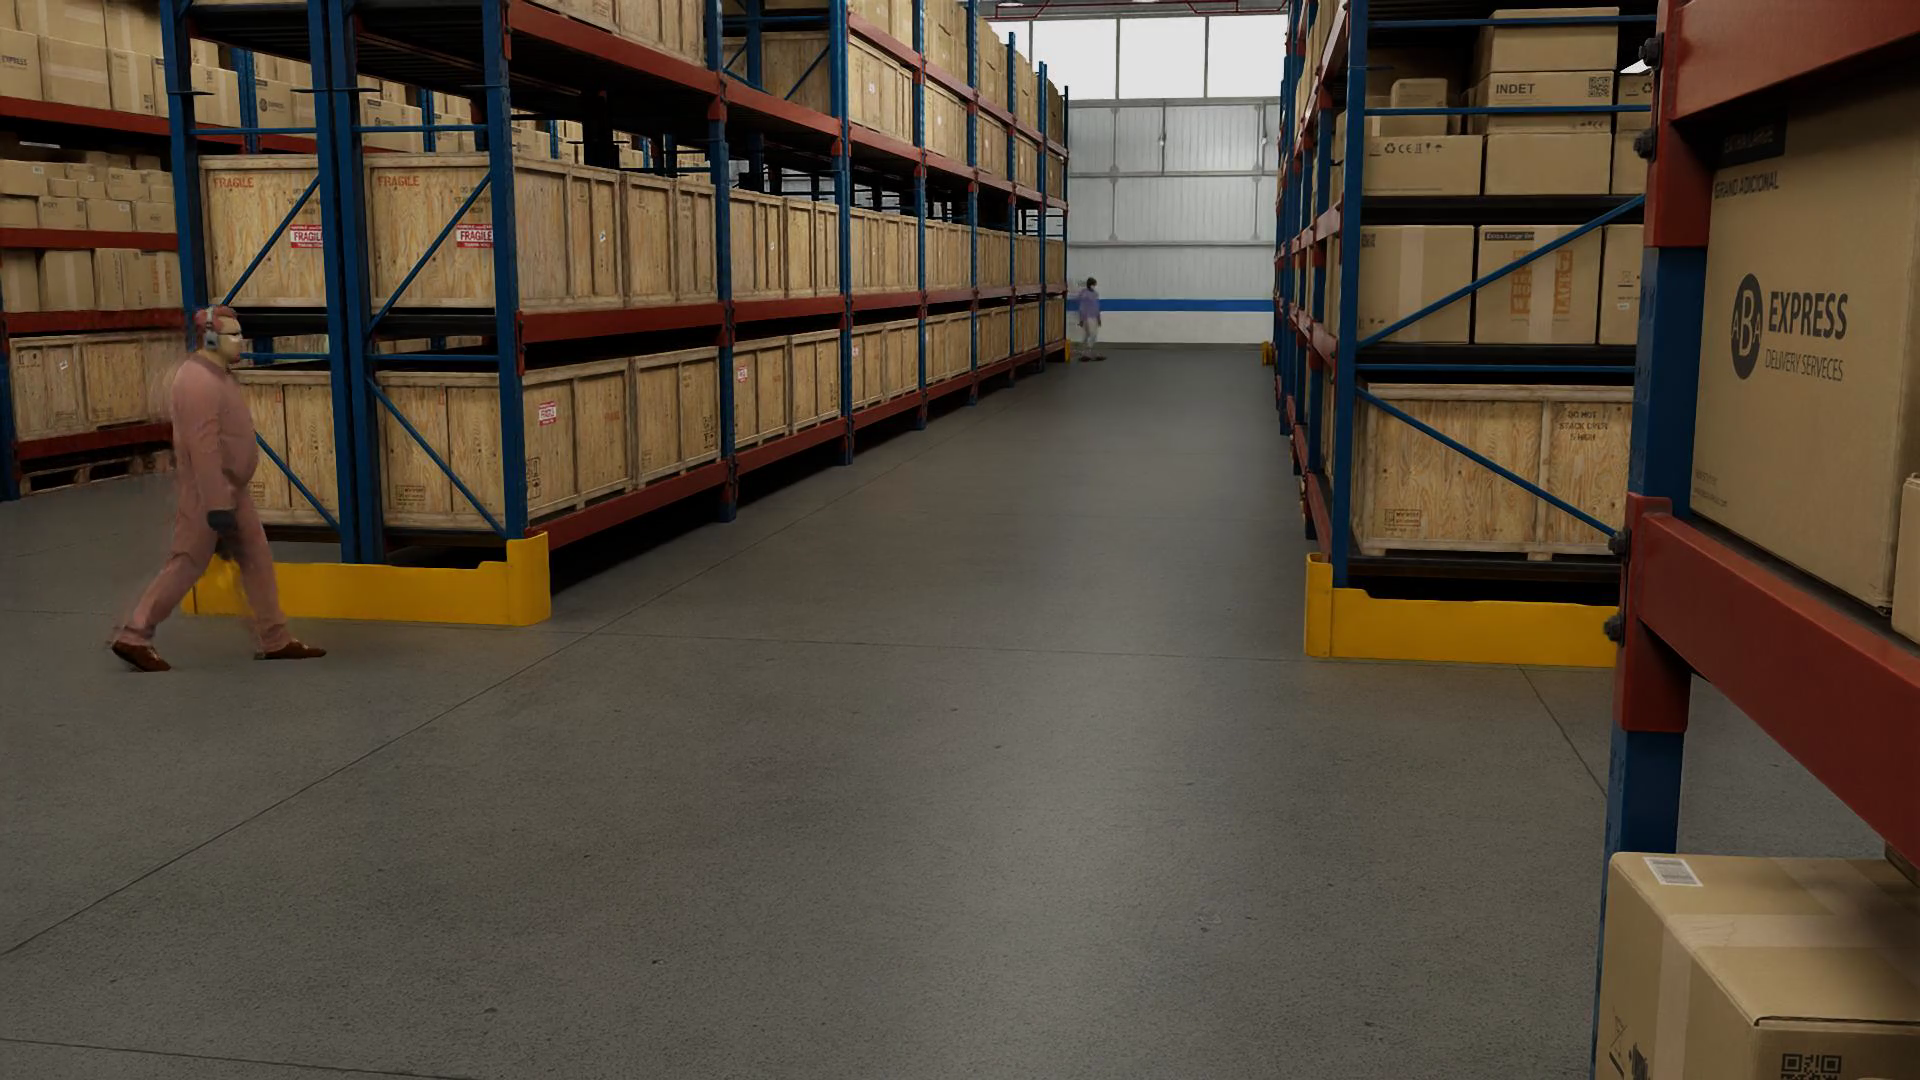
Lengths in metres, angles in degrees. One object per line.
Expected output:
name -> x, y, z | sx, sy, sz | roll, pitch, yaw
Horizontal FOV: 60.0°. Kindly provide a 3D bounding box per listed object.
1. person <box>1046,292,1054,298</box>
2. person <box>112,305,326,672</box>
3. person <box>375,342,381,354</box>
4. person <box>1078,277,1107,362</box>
person -> 2.096, -5.070, 38.826 | 0.756, 1.690, 0.510 | -2, 9, -13
person -> -3.848, -0.256, 8.443 | 0.972, 1.866, 0.658 | -2, 9, -11
person -> -5.123, -1.151, 14.181 | 0.582, 1.804, 0.964 | 7, 11, 36
person -> 3.034, -4.967, 37.558 | 0.880, 1.886, 0.658 | 6, 11, 31
